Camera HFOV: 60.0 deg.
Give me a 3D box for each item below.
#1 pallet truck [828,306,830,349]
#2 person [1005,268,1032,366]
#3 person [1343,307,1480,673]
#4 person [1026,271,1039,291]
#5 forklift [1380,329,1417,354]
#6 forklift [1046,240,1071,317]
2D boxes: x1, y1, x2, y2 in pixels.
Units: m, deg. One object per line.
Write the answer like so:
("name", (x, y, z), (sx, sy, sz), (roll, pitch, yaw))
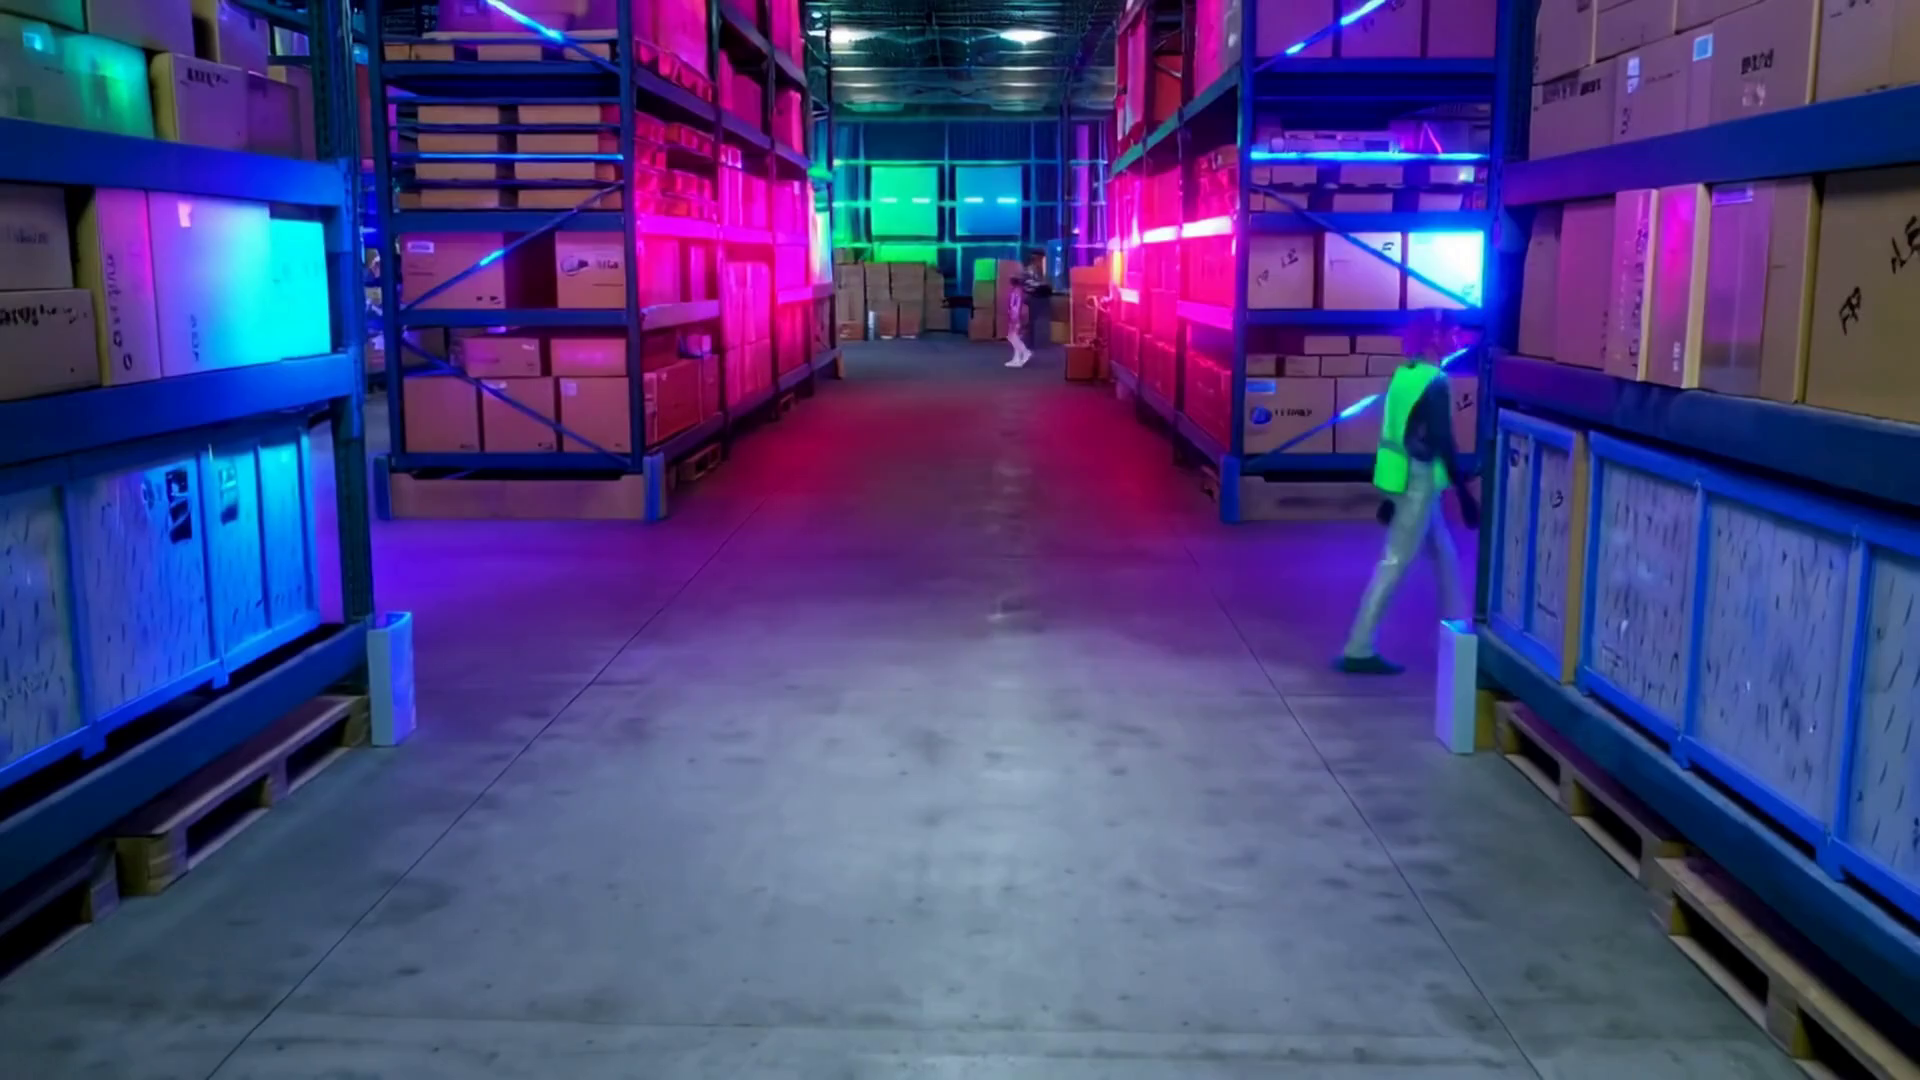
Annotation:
("pallet truck", (-3.100, -3.940, 29.800), (1.885, 1.965, 0.823), (3, 10, 19))
("person", (1.113, -4.355, 32.522), (0.466, 1.918, 0.563), (0, 9, -1))
("person", (2.344, -0.224, 8.141), (0.961, 1.798, 0.576), (1, 9, 3))
("person", (2.835, -9.599, 64.596), (0.541, 1.696, 0.315), (-2, 10, -11))
("forklift", (6.562, -3.778, 26.194), (1.129, 2.768, 1.873), (0, 9, 1))
("forklift", (3.557, -9.445, 60.139), (1.129, 2.768, 1.873), (-7, 12, -38))
